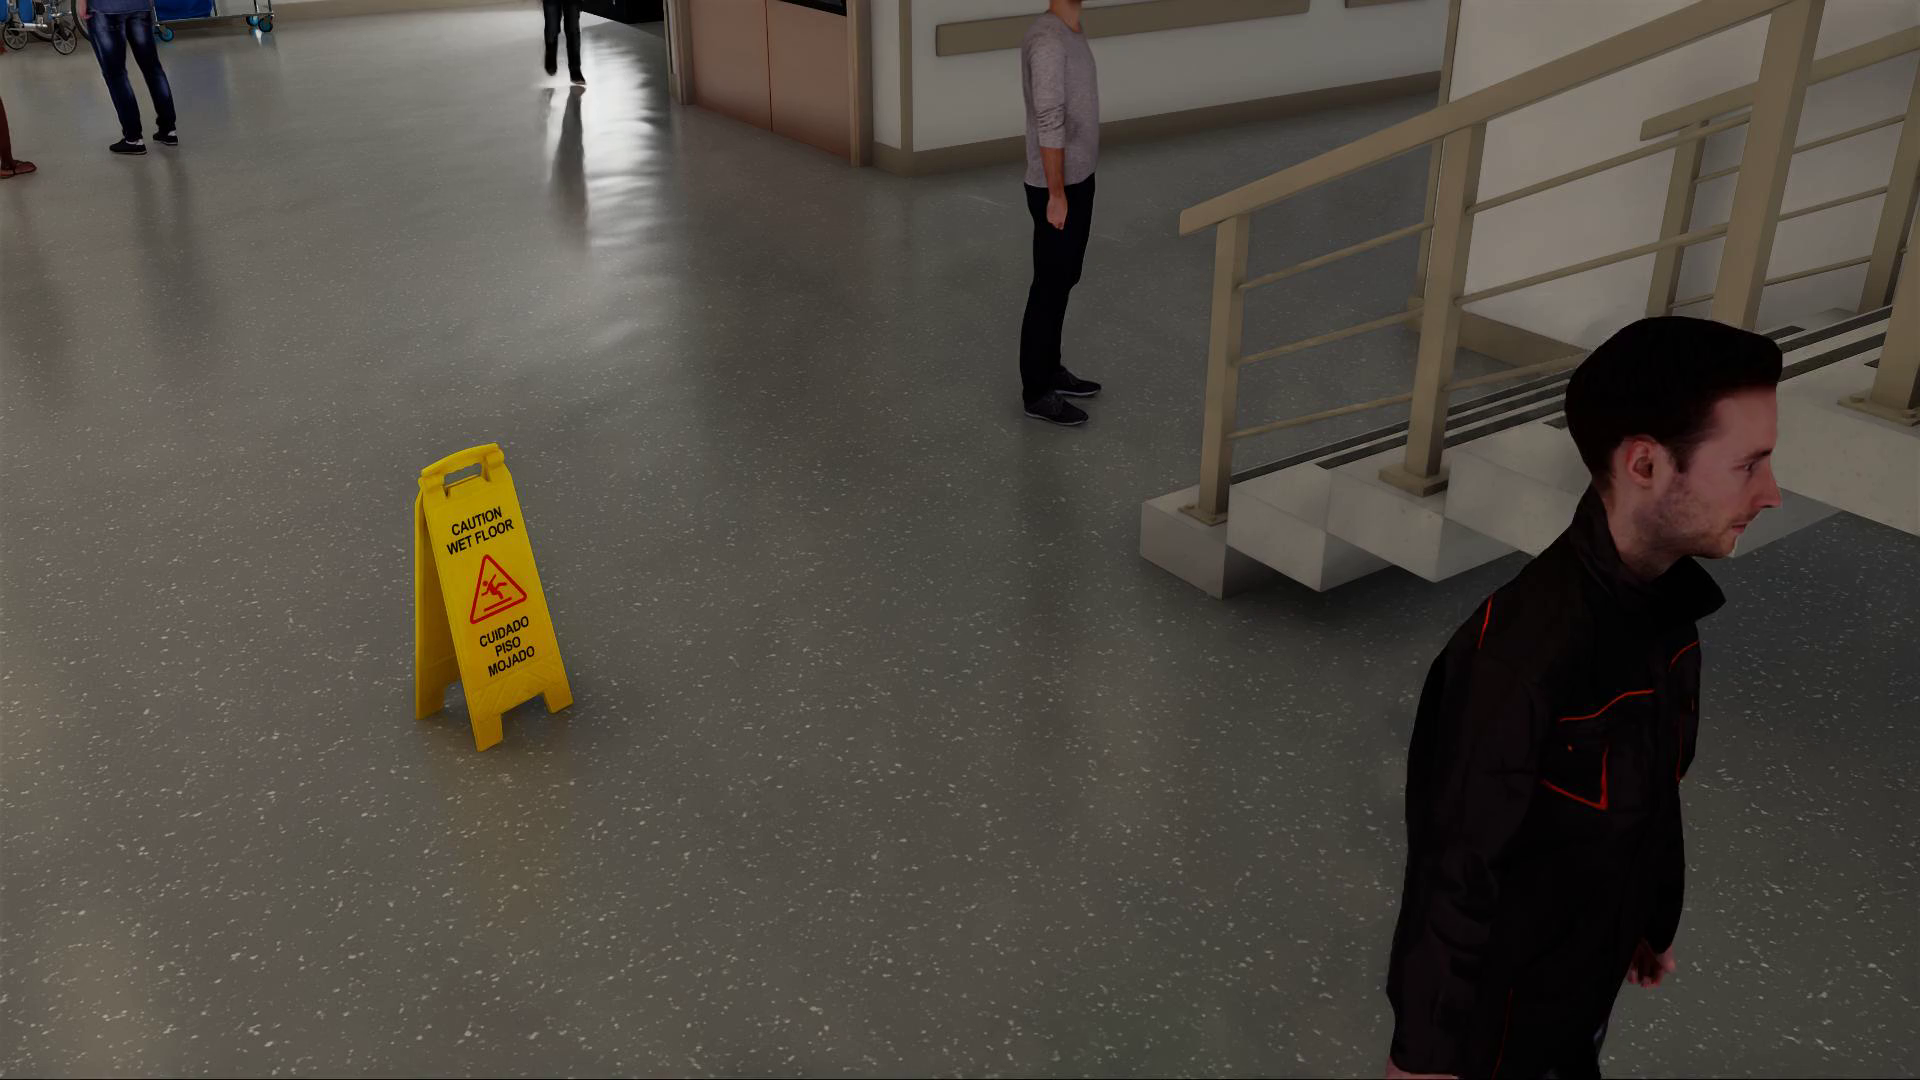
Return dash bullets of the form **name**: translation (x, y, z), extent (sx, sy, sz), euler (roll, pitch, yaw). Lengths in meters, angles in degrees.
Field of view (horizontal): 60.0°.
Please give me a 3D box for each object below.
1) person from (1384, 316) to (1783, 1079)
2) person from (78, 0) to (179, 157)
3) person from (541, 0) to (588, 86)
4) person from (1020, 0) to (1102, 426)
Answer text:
- **person**: translation (0.688, 0.605, 2.241), extent (0.900, 1.898, 0.831), euler (18, 31, 33)
- **person**: translation (-5.406, -3.418, 10.667), extent (0.763, 1.825, 0.798), euler (14, 29, 26)
- **person**: translation (-3.124, -4.295, 12.910), extent (0.585, 1.458, 0.744), euler (-14, 29, -27)
- **person**: translation (0.384, -1.394, 6.448), extent (0.772, 1.844, 0.731), euler (6, 26, 13)
